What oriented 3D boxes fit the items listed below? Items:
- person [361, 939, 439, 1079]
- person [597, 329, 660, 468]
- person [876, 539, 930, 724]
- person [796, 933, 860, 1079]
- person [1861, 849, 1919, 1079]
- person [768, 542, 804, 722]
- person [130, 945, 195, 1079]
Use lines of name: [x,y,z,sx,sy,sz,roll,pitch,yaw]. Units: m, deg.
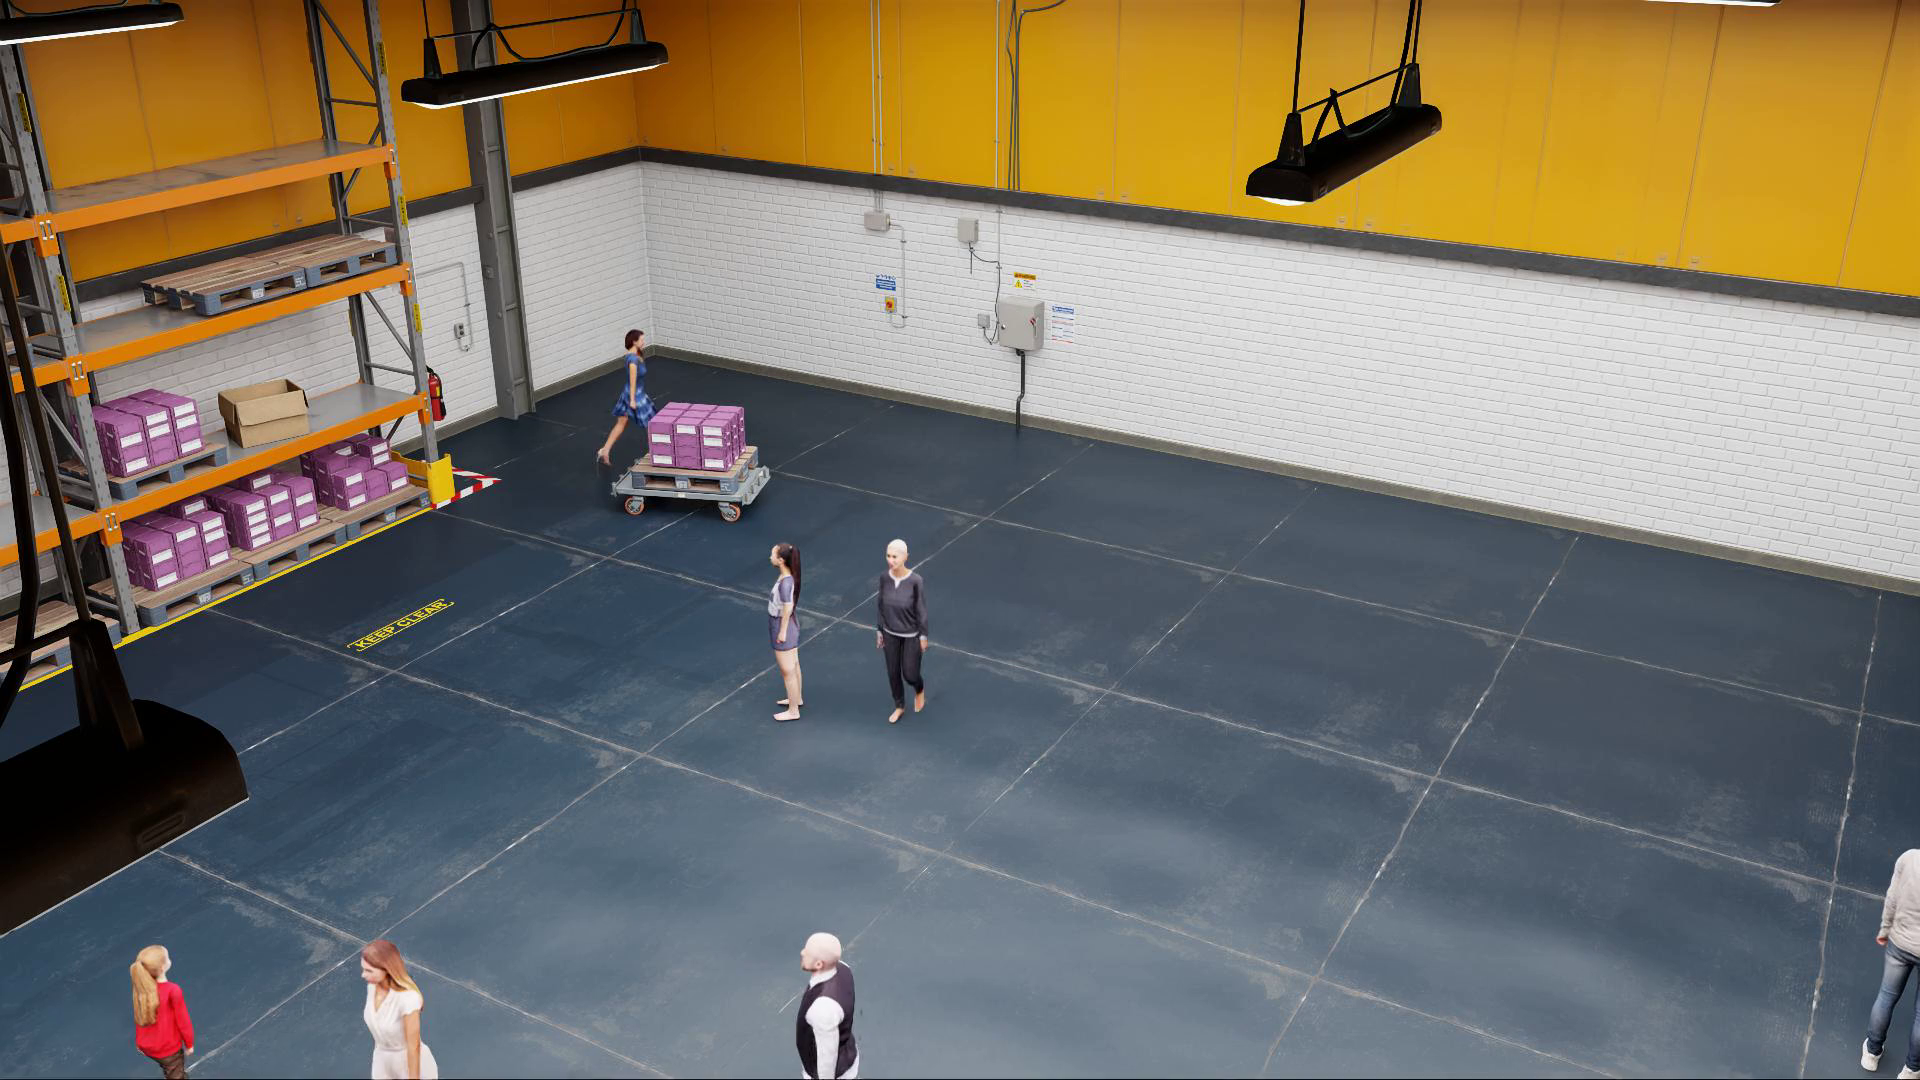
person: [-3.105,2.970,9.482,0.602,1.675,1.007,15,28,31]
person: [-3.968,-1.635,19.917,1.246,1.755,1.174,-8,25,-18]
person: [-0.467,0.764,14.479,0.664,1.714,0.685,10,25,21]
person: [-0.655,2.979,9.295,0.960,1.808,0.937,1,24,2]
person: [5.940,2.520,10.291,0.724,1.850,0.670,21,31,40]
person: [-1.505,0.780,14.522,0.735,1.650,0.616,1,24,2]
person: [-4.765,3.027,9.874,0.605,1.257,0.838,8,25,18]
